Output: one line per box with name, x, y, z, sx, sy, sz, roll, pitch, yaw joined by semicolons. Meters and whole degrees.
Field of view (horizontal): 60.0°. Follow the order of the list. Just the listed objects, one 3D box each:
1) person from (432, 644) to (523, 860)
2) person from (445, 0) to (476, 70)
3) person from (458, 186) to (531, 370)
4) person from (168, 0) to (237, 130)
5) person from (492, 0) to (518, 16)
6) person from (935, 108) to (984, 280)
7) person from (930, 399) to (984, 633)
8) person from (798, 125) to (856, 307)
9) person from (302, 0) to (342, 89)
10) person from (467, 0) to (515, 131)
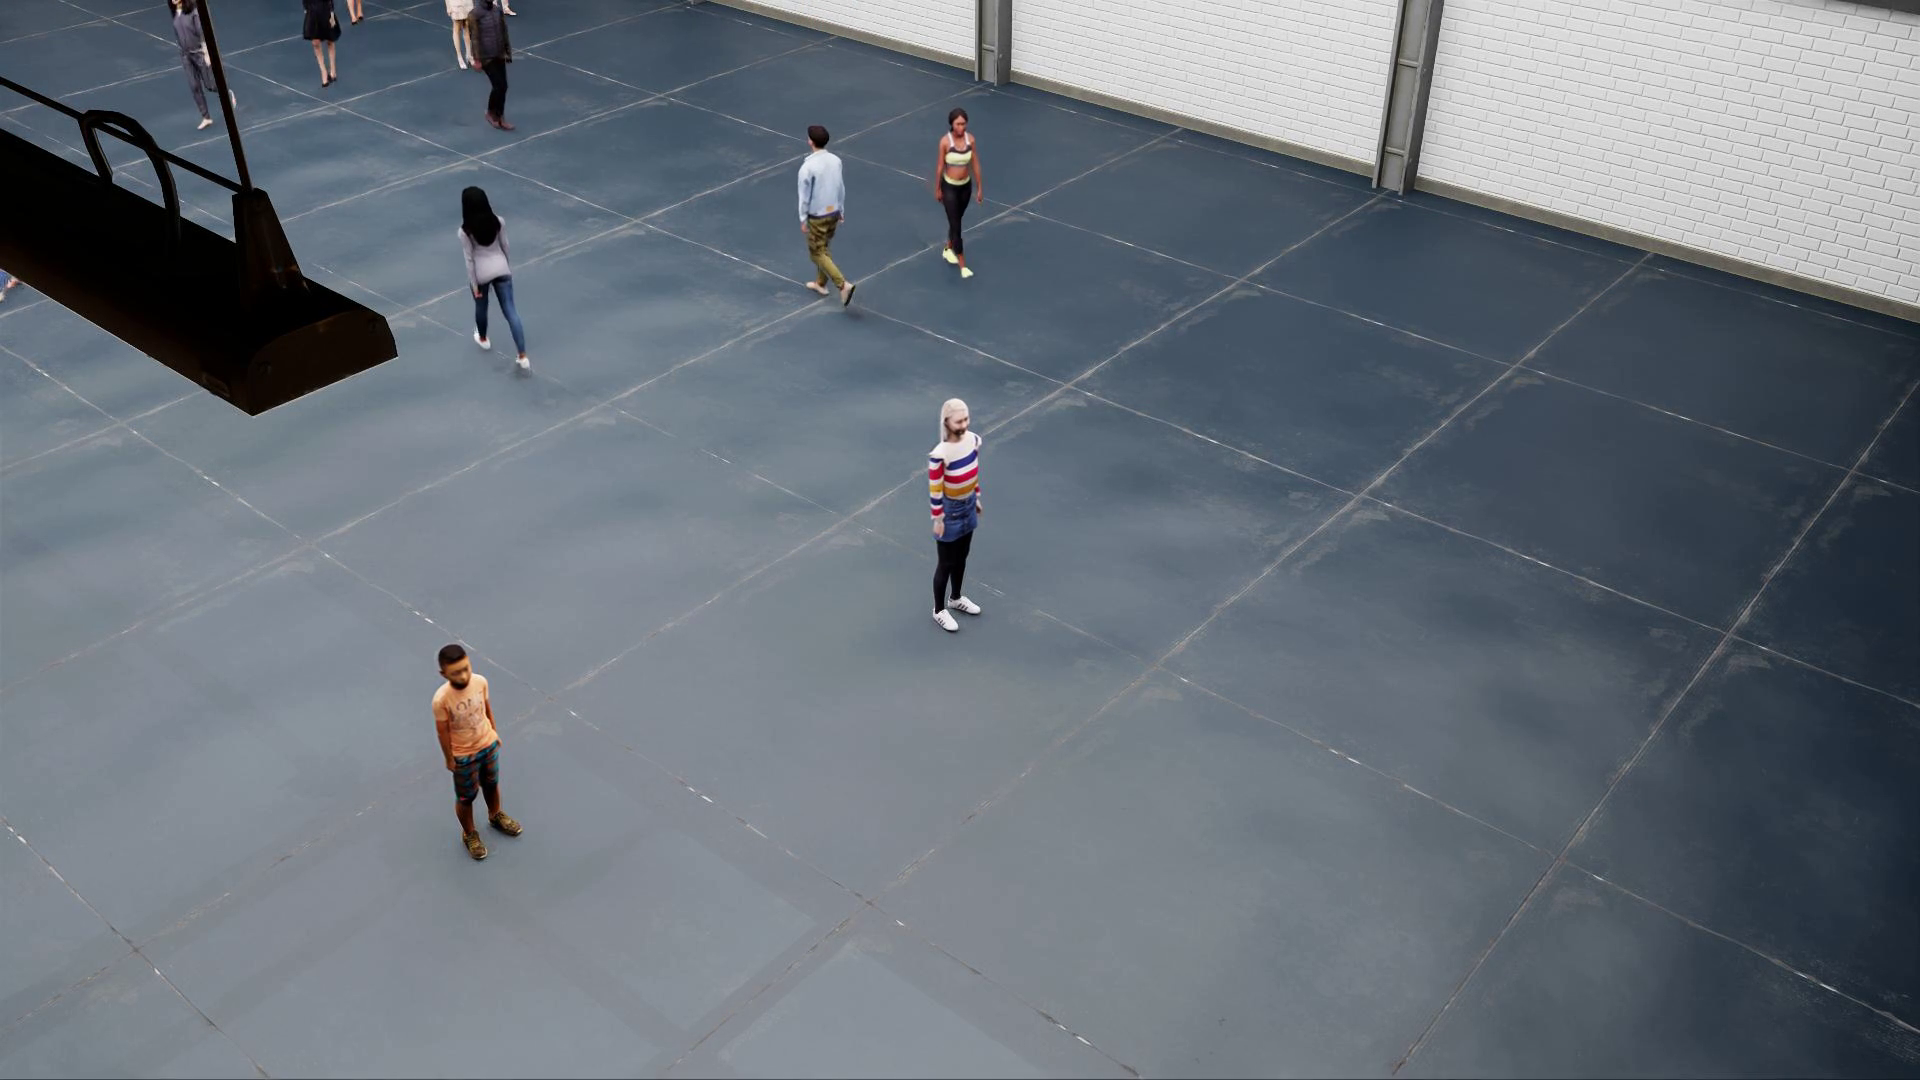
person;-2.941;1.234;9.995;0.478;1.461;0.523;26;42;34
person;-6.806;-7.295;22.579;0.524;1.735;0.563;26;42;34
person;-4.228;-2.352;15.186;0.870;1.685;1.251;-20;39;-27
person;-9.448;-6.041;20.683;0.935;1.744;0.896;9;35;13
person;-6.859;-8.615;24.573;0.511;1.725;0.595;26;42;34
person;-0.062;-3.585;17.021;0.931;1.709;1.173;-12;36;-18
person;-0.039;-0.204;11.844;0.511;1.808;0.649;26;42;34
person;-1.300;-3.141;16.281;0.730;1.789;1.063;-29;43;-36
person;-8.457;-6.948;22.058;0.845;1.732;0.906;-4;34;-5
person;-5.826;-5.949;20.476;0.728;1.822;0.769;19;38;26
